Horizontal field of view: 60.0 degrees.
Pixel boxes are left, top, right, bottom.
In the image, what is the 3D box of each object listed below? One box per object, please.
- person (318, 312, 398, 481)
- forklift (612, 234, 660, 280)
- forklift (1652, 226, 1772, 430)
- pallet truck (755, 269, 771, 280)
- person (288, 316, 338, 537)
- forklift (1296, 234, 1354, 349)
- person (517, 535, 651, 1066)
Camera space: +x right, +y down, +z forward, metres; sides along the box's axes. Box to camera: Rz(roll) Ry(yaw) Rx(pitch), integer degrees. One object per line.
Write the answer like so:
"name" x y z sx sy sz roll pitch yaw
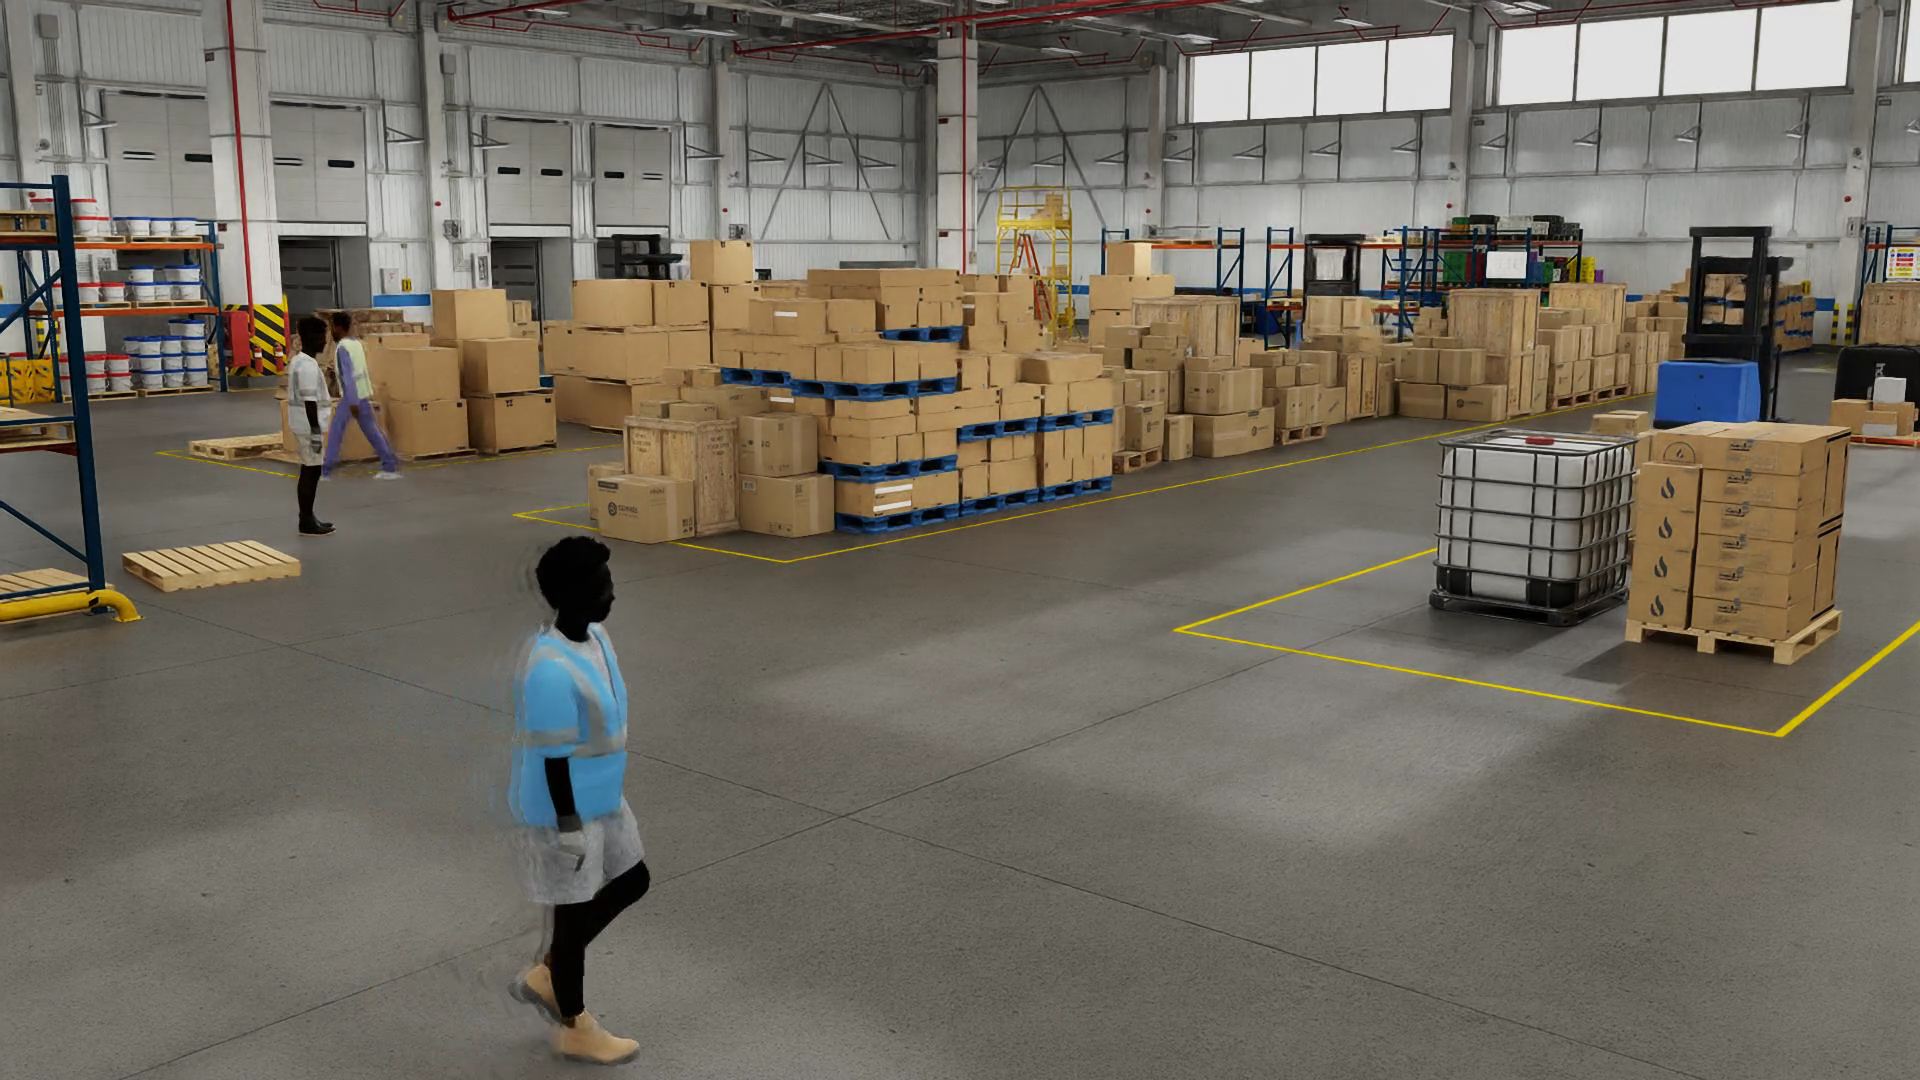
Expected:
"person" -6.688 -1.563 18.215 1.026 1.853 0.601 0 10 -2
"forklift" -6.595 -4.862 34.077 1.129 2.768 1.873 -7 12 -34
"forklift" 9.984 -2.704 21.789 1.129 2.768 1.873 8 13 40
"pallet truck" -4.996 -6.432 45.525 1.885 1.965 0.823 -6 12 -32
"person" -5.756 -1.005 14.763 0.378 1.957 0.608 -5 11 -28
"forklift" 7.348 -4.703 33.167 1.129 2.768 1.873 1 10 5
"person" -1.166 0.814 5.141 0.364 1.684 0.555 1 10 4
